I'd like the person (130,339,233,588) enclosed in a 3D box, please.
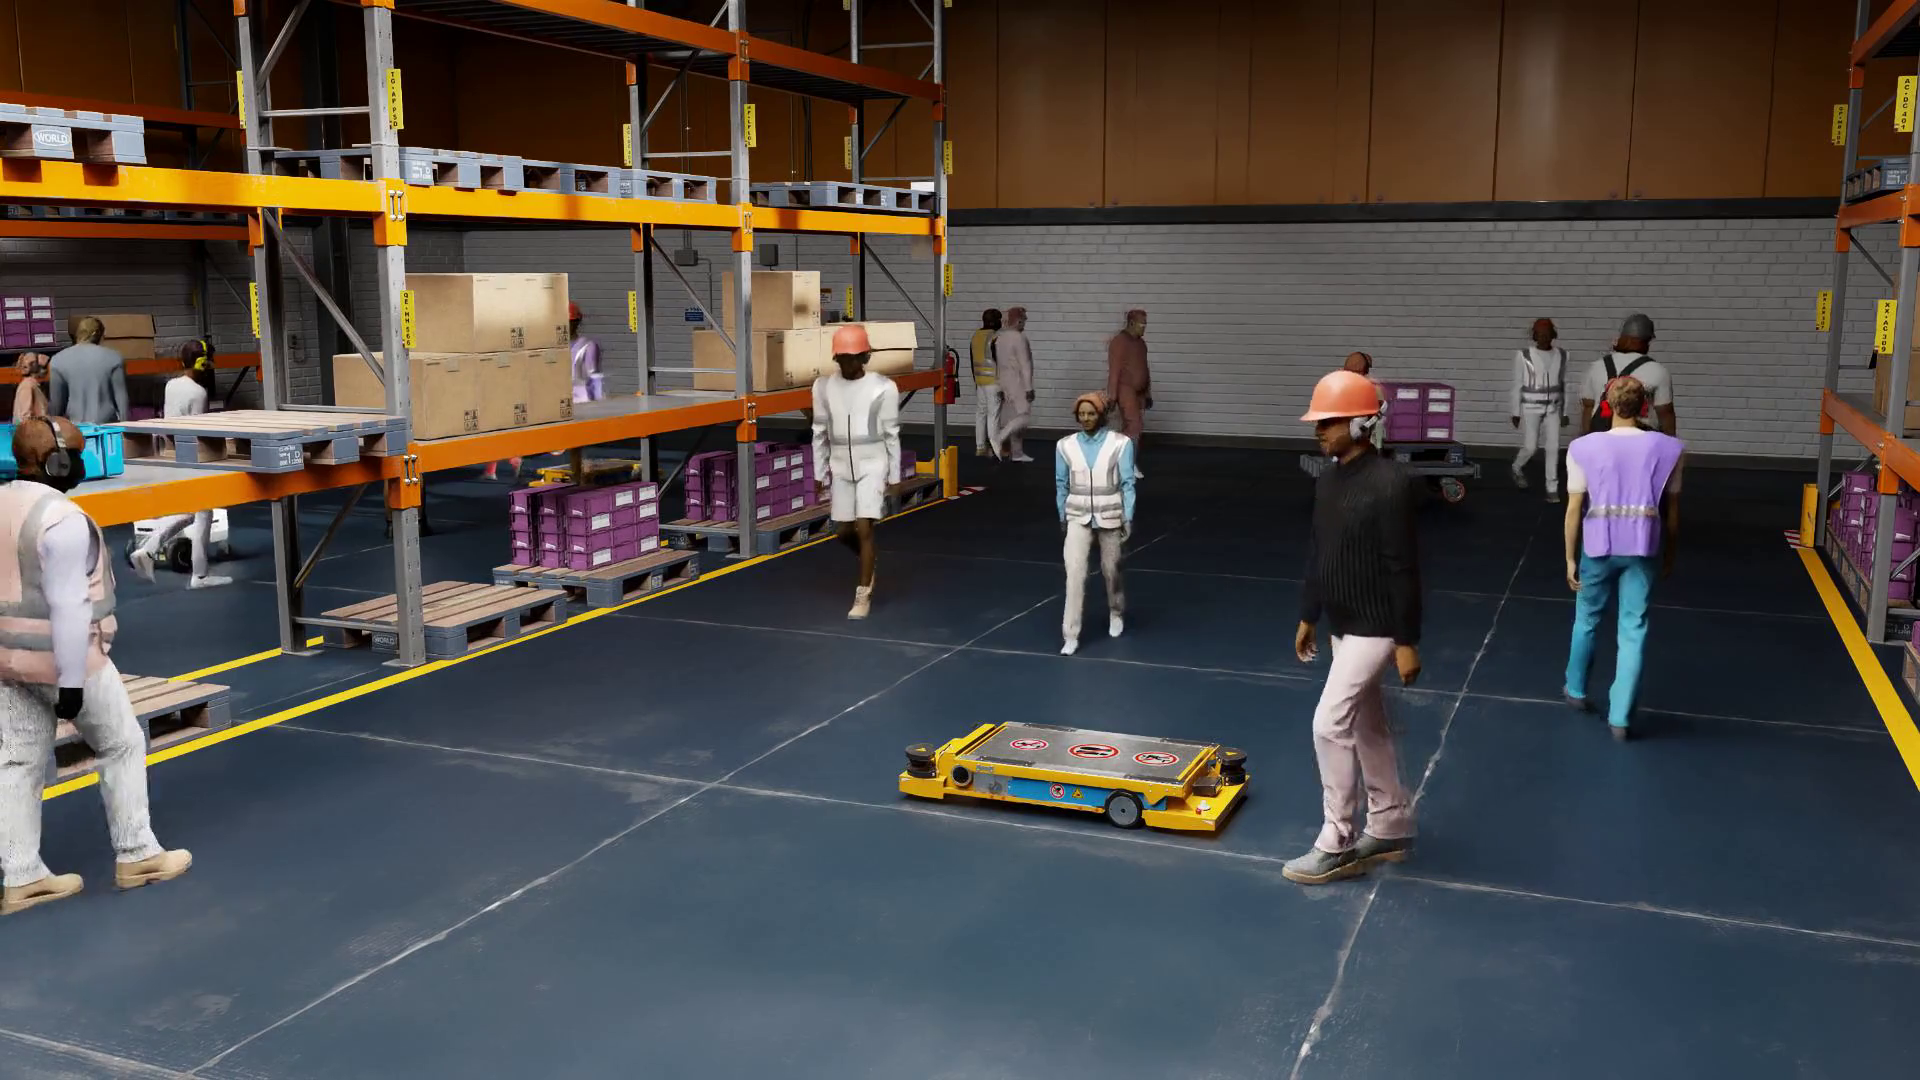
[{"bbox_3d":[-5.658,-0.529,12.044,0.573,1.840,0.617,7,12,38],"label":"person"}]

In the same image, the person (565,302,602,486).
[{"bbox_3d":[-3.827,-1.297,16.166,0.634,2.017,0.716,6,11,33],"label":"person"}]

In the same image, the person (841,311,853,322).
[{"bbox_3d":[-1.282,-1.734,19.296,0.552,1.857,0.493,-7,12,-37],"label":"person"}]

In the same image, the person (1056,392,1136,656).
[{"bbox_3d":[0.856,-0.132,10.374,0.521,1.599,0.853,2,10,15],"label":"person"}]

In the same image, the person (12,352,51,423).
[{"bbox_3d":[-7.990,-0.832,14.552,0.738,1.605,0.531,-4,10,-23],"label":"person"}]

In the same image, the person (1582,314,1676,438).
[{"bbox_3d":[5.351,-0.823,13.232,1.024,2.000,0.704,-7,12,-37],"label":"person"}]

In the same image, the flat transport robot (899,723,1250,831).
[{"bbox_3d":[0.512,1.023,7.392,1.431,0.197,0.652,4,10,22],"label":"flat transport robot"}]

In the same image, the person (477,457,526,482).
[{"bbox_3d":[-5.031,-1.479,18.127,0.755,1.742,0.528,5,11,28],"label":"person"}]

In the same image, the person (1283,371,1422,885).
[{"bbox_3d":[1.462,0.331,6.438,0.733,1.963,0.633,-2,10,-11],"label":"person"}]

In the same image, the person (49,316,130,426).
[{"bbox_3d":[-7.880,-1.067,15.106,0.687,1.910,0.453,-3,10,-16],"label":"person"}]

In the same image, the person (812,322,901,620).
[{"bbox_3d":[-0.674,-0.493,11.368,0.622,2.010,0.819,3,10,15],"label":"person"}]

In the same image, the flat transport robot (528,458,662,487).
[{"bbox_3d":[-3.918,-0.716,17.929,0.652,0.197,1.431,5,11,27],"label":"flat transport robot"}]

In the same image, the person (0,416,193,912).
[{"bbox_3d":[-3.306,0.439,6.246,0.634,1.812,0.767,5,11,29],"label":"person"}]

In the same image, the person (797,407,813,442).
[{"bbox_3d":[-2.014,-2.246,22.204,0.565,1.921,0.673,-8,12,-39],"label":"person"}]

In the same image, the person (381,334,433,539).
[{"bbox_3d":[-4.865,-0.974,14.454,0.545,1.938,0.361,-3,10,-15],"label":"person"}]

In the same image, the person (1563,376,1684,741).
[{"bbox_3d":[3.378,0.065,8.553,0.572,1.806,0.898,3,10,15],"label":"person"}]

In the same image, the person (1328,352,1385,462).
[{"bbox_3d":[3.360,-0.777,14.155,0.513,1.642,0.313,6,11,34],"label":"person"}]

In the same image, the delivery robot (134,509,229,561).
[{"bbox_3d":[-6.112,-0.102,13.068,0.477,0.478,0.707,3,10,20],"label":"delivery robot"}]

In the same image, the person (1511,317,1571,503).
[{"bbox_3d":[5.848,-1.323,16.807,0.613,1.866,0.726,-1,9,-4],"label":"person"}]

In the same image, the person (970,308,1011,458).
[{"bbox_3d":[0.390,-1.938,20.587,0.429,1.842,0.636,-6,11,-31],"label":"person"}]

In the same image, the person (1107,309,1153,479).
[{"bbox_3d":[1.953,-1.623,18.551,0.644,1.879,0.693,6,11,34],"label":"person"}]

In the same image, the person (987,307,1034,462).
[{"bbox_3d":[0.618,-1.835,19.830,0.642,1.885,0.673,-4,10,-23],"label":"person"}]
